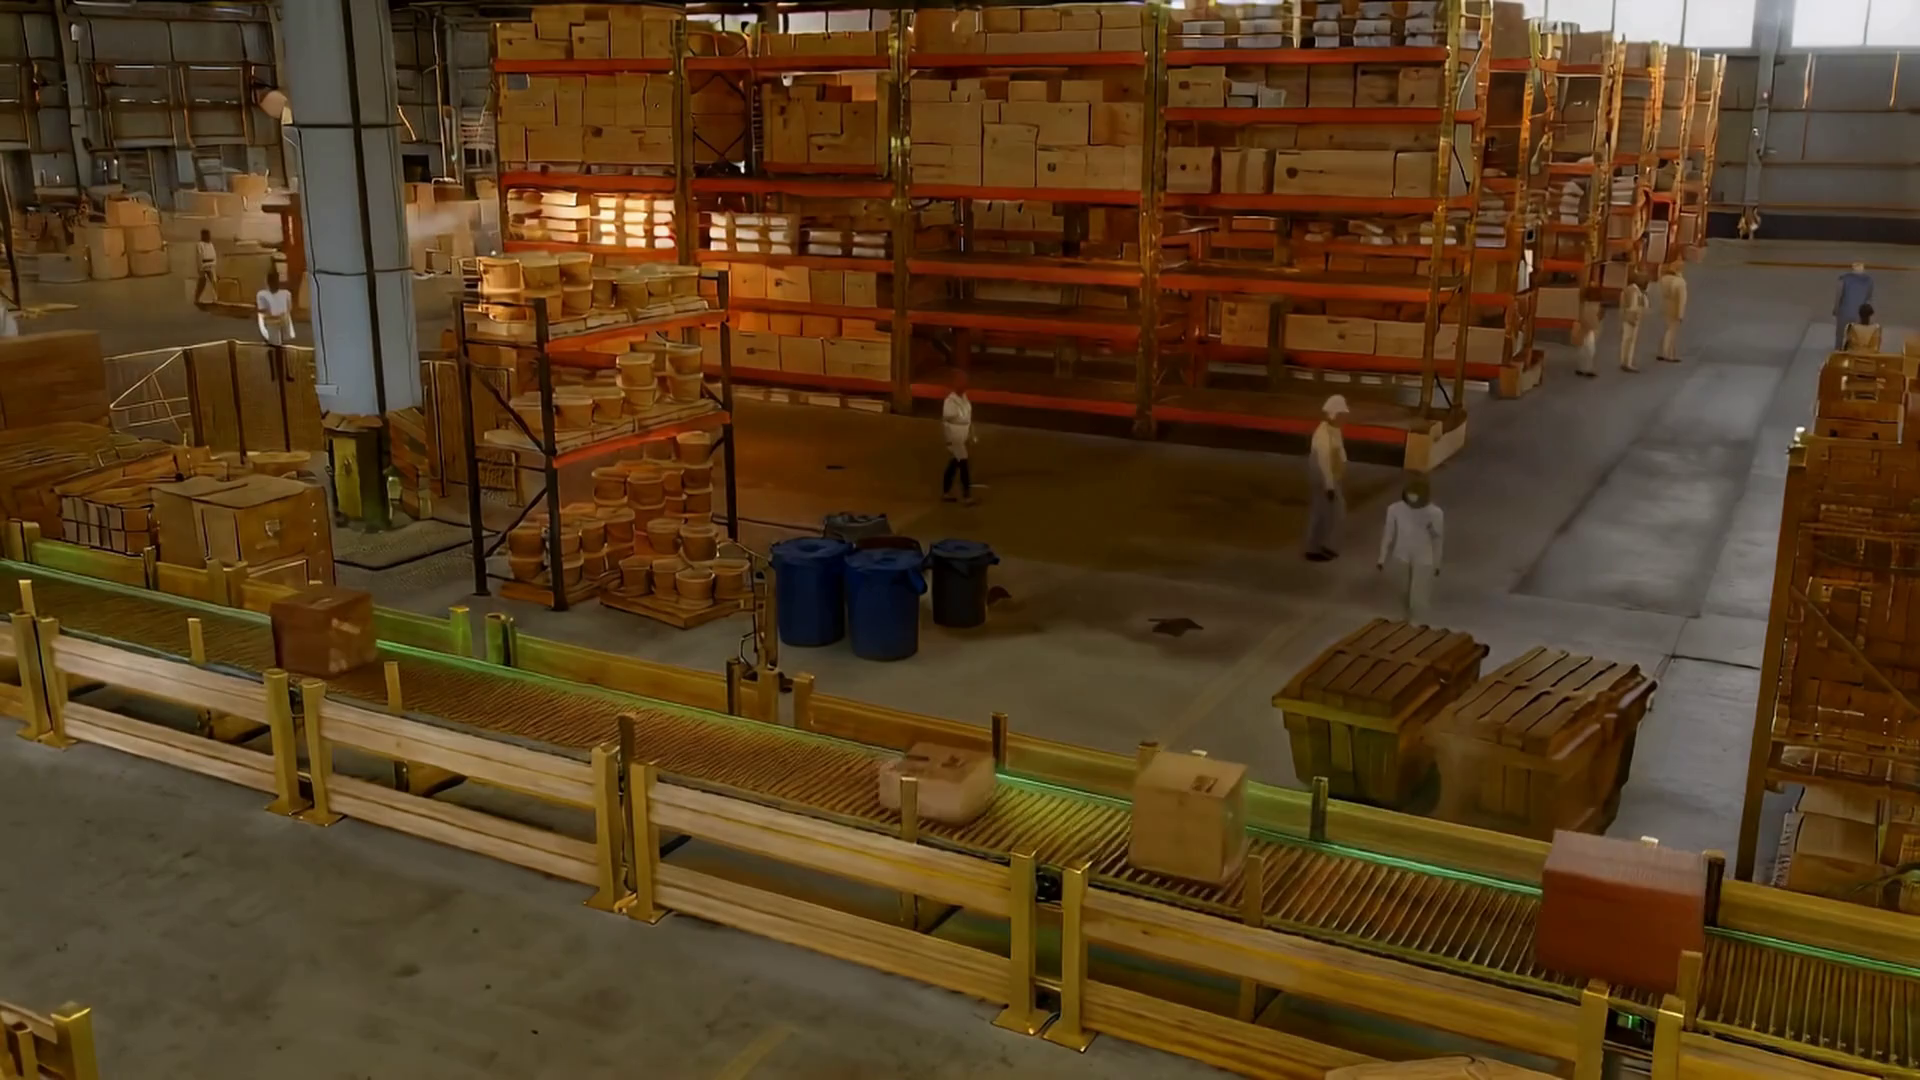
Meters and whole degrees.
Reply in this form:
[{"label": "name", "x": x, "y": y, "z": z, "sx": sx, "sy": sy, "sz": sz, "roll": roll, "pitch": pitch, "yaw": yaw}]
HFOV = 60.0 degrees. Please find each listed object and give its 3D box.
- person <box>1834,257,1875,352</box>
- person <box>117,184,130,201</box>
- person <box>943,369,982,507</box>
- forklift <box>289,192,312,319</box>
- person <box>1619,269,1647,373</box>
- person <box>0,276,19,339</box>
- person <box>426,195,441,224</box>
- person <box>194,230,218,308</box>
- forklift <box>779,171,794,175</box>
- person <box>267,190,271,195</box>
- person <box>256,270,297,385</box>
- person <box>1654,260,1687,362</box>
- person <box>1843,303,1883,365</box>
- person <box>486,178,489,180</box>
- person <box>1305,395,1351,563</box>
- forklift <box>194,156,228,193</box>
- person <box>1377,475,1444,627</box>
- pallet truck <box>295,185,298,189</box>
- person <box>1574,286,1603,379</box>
[{"label": "person", "x": 16.964, "y": -4.419, "z": 31.605, "sx": 0.643, "sy": 1.894, "sz": 0.424, "roll": 9, "pitch": 17, "yaw": 29}, {"label": "person", "x": -28.824, "y": -11.336, "z": 57.528, "sx": 0.370, "sy": 1.930, "sz": 0.551, "roll": 2, "pitch": 15, "yaw": 6}, {"label": "person", "x": 0.062, "y": -1.233, "z": 20.042, "sx": 0.708, "sy": 1.670, "sz": 0.551, "roll": 6, "pitch": 16, "yaw": 21}, {"label": "forklift", "x": -14.248, "y": -6.325, "z": 36.878, "sx": 1.873, "sy": 2.768, "sz": 1.129, "roll": 8, "pitch": 17, "yaw": 28}, {"label": "person", "x": 12.110, "y": -3.947, "z": 29.927, "sx": 0.429, "sy": 1.845, "sz": 0.625, "roll": 4, "pitch": 16, "yaw": 16}, {"label": "person", "x": -15.805, "y": -3.379, "z": 27.412, "sx": 0.539, "sy": 2.000, "sz": 0.698, "roll": -10, "pitch": 18, "yaw": -34}, {"label": "person", "x": -16.061, "y": -9.632, "z": 51.145, "sx": 0.661, "sy": 1.913, "sz": 0.742, "roll": 12, "pitch": 19, "yaw": 38}, {"label": "person", "x": -17.621, "y": -6.330, "z": 38.926, "sx": 1.003, "sy": 1.834, "sz": 0.581, "roll": 7, "pitch": 16, "yaw": 24}, {"label": "forklift", "x": -6.439, "y": -13.038, "z": 62.112, "sx": 1.873, "sy": 2.768, "sz": 1.129, "roll": 3, "pitch": 15, "yaw": 12}, {"label": "person", "x": -24.523, "y": -11.642, "z": 59.255, "sx": 0.551, "sy": 1.623, "sz": 0.412, "roll": 2, "pitch": 15, "yaw": 8}, {"label": "person", "x": -11.731, "y": -3.651, "z": 28.576, "sx": 0.362, "sy": 1.962, "sz": 0.613, "roll": 13, "pitch": 20, "yaw": 40}, {"label": "person", "x": 13.313, "y": -4.273, "z": 31.047, "sx": 0.399, "sy": 1.901, "sz": 0.644, "roll": -5, "pitch": 16, "yaw": -18}, {"label": "person", "x": 14.248, "y": -2.906, "z": 26.318, "sx": 0.548, "sy": 1.679, "sz": 0.382, "roll": 9, "pitch": 17, "yaw": 31}, {"label": "person", "x": -17.564, "y": -12.657, "z": 62.594, "sx": 0.730, "sy": 1.903, "sz": 0.651, "roll": 6, "pitch": 16, "yaw": 23}, {"label": "person", "x": 3.897, "y": -0.637, "z": 17.537, "sx": 0.476, "sy": 1.811, "sz": 0.620, "roll": 6, "pitch": 16, "yaw": 21}, {"label": "forklift", "x": -26.295, "y": -12.105, "z": 58.608, "sx": 1.129, "sy": 2.768, "sz": 1.873, "roll": -11, "pitch": 18, "yaw": -35}, {"label": "person", "x": 3.986, "y": 0.214, "z": 14.757, "sx": 0.513, "sy": 1.595, "sz": 0.830, "roll": 9, "pitch": 17, "yaw": 29}, {"label": "pallet truck", "x": -26.804, "y": -14.617, "z": 69.738, "sx": 1.885, "sy": 1.965, "sz": 0.823, "roll": -14, "pitch": 20, "yaw": -42}, {"label": "person", "x": 11.141, "y": -3.650, "z": 29.245, "sx": 0.623, "sy": 1.607, "sz": 0.522, "roll": 12, "pitch": 19, "yaw": 39}]
